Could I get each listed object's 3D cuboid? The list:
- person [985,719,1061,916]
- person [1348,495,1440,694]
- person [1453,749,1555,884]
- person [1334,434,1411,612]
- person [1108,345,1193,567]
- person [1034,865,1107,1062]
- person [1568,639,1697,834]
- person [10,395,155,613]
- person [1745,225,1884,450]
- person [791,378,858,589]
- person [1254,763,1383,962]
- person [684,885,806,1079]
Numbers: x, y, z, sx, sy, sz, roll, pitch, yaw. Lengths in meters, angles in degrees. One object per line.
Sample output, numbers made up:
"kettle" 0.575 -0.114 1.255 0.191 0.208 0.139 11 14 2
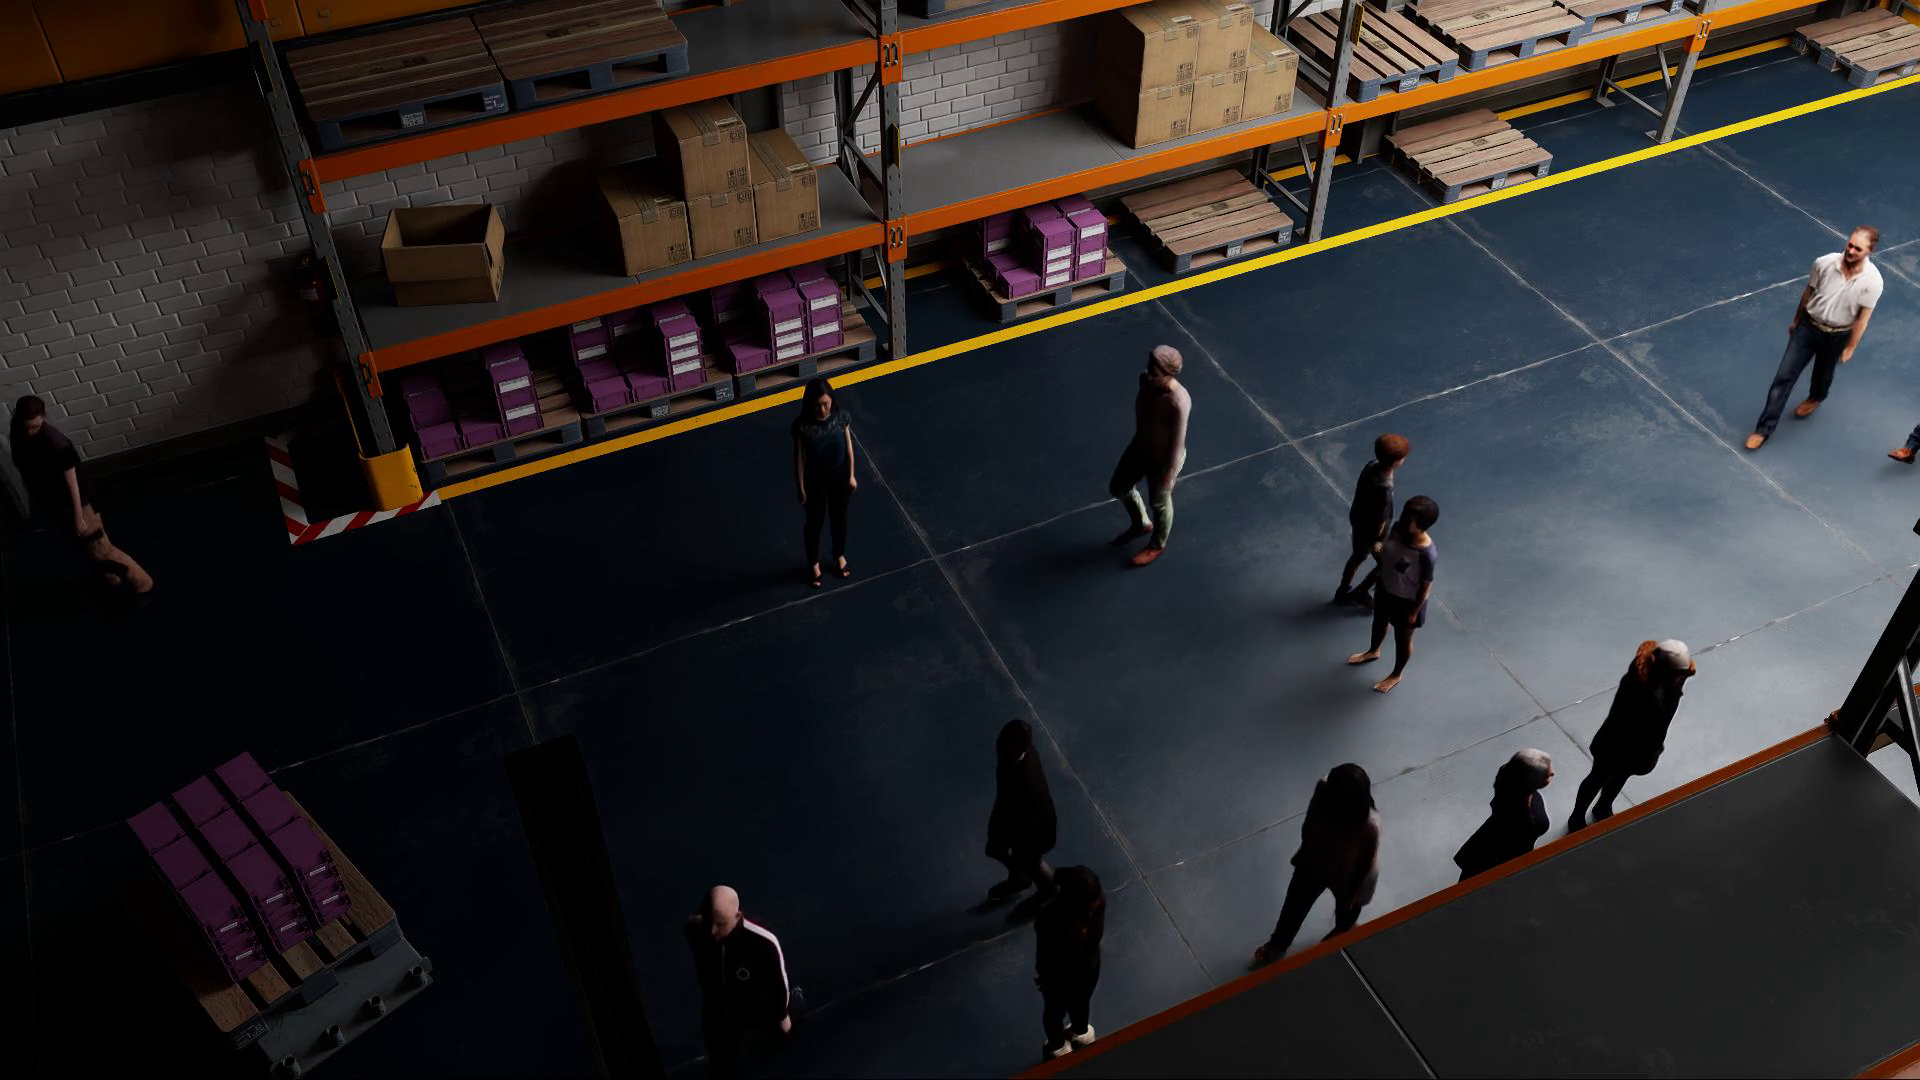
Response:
"person" 0.401 1.506 9.081 0.703 1.768 0.705 -6 44 -6
"person" 2.781 0.313 10.481 0.509 1.564 0.551 -18 46 -18
"person" 2.896 1.702 8.890 0.685 1.747 0.678 -2 44 -2
"person" 2.663 -0.097 11.002 0.644 1.438 0.623 -3 44 -3
"person" 1.403 -0.600 11.227 0.665 1.856 0.704 -22 48 -21
"person" 0.550 2.166 8.466 0.606 1.661 0.663 0 44 0
"person" 3.850 1.140 9.560 0.553 1.636 0.700 -15 46 -15
"person" -5.887 -0.306 10.954 0.818 1.806 0.886 -24 49 -23
"person" 6.421 -1.546 12.251 1.297 1.814 0.924 -31 52 -29
"person" -0.896 -0.389 11.093 0.442 1.736 0.630 -16 46 -16
"person" 2.106 1.702 9.011 0.936 1.580 0.766 -31 52 -28
"person" -1.032 2.216 8.306 1.208 1.808 1.195 9 44 9
